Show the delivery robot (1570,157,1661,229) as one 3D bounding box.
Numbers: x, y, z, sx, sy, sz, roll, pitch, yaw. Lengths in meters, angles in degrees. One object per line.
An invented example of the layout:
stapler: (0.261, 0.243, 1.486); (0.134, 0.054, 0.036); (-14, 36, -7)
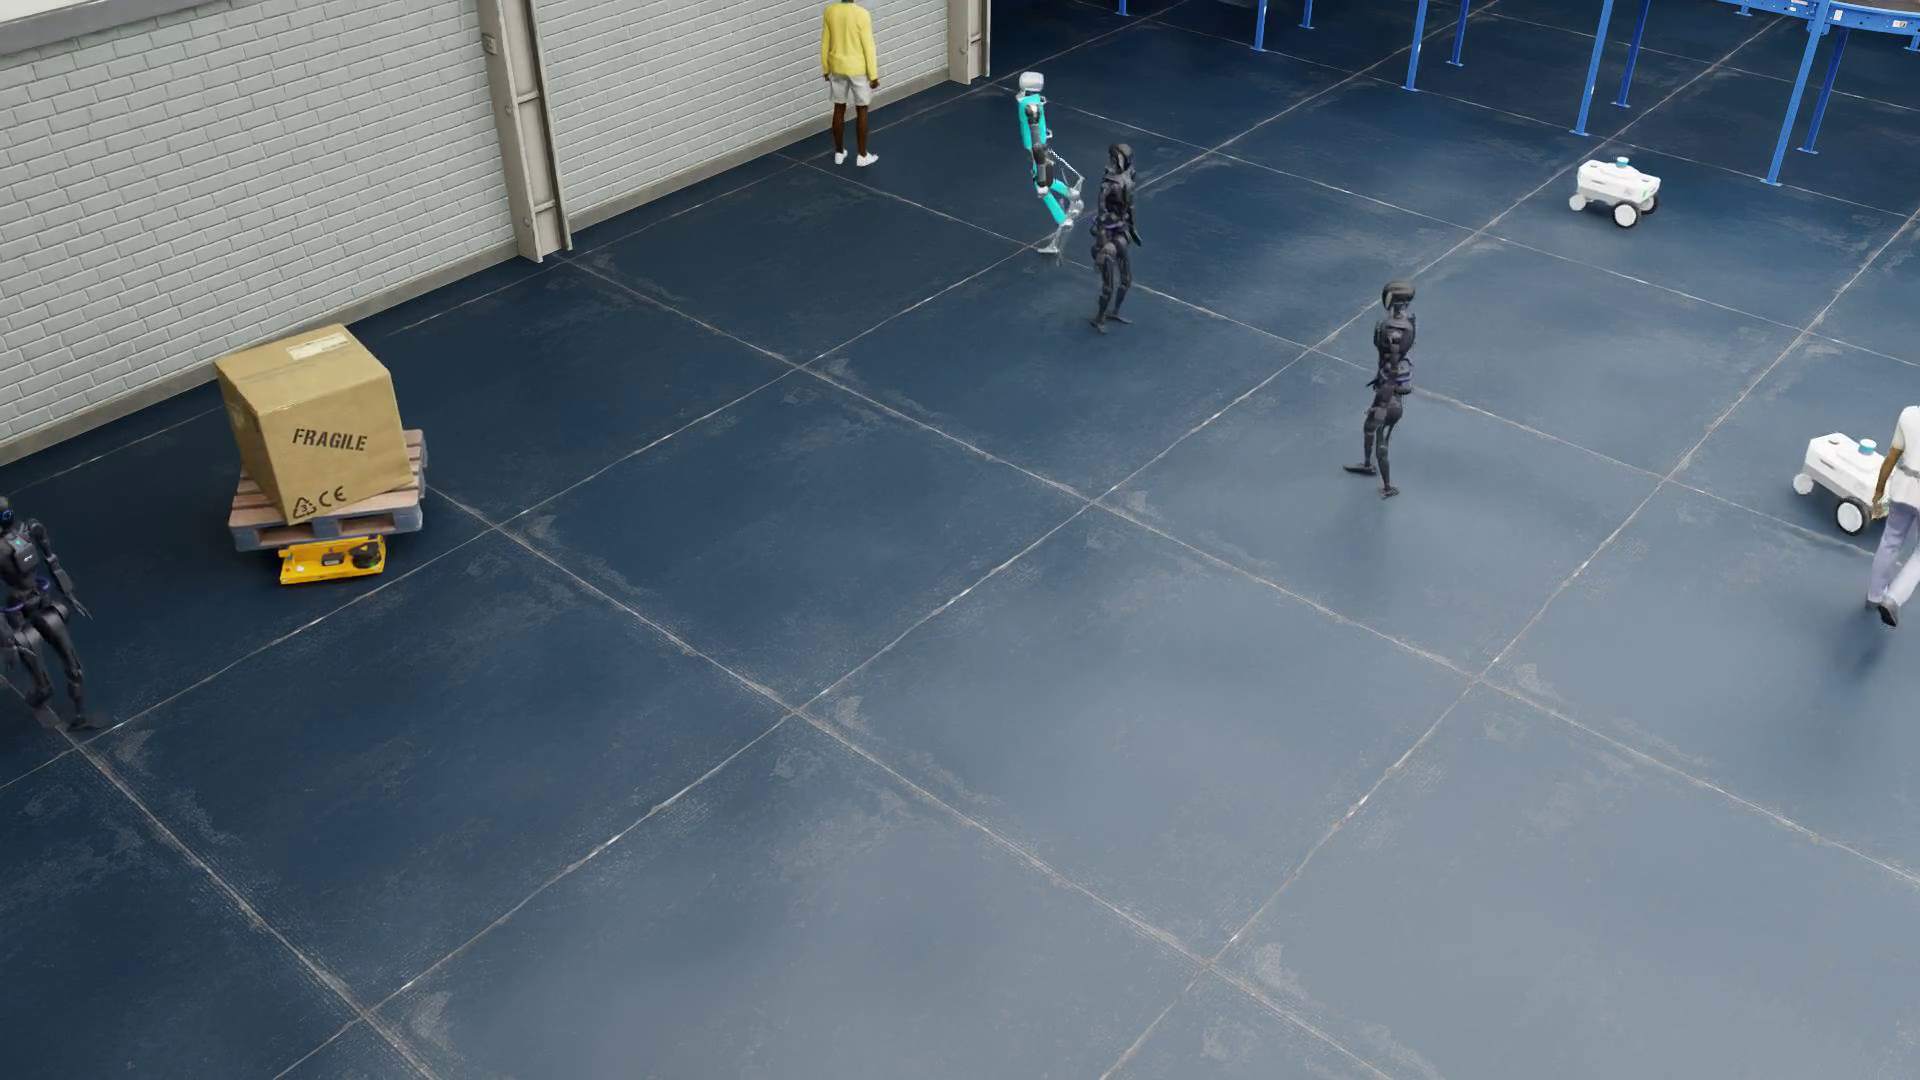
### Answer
delivery robot: (6.262, -3.327, 15.829); (0.815, 0.614, 0.499); (28, 44, 33)

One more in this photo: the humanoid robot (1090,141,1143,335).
humanoid robot: (1.273, -2.496, 13.677); (0.317, 1.646, 0.601); (22, 41, 28)

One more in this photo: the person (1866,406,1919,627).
person: (6.016, -0.252, 10.396); (0.580, 1.826, 0.521); (28, 44, 33)

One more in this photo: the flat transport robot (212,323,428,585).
flat transport robot: (-4.356, -0.200, 11.668); (0.659, 0.231, 1.431); (-7, 36, -10)

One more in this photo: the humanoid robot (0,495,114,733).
humanoid robot: (-5.373, 0.443, 9.574); (0.493, 1.640, 0.584); (11, 37, 15)

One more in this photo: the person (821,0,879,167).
person: (-1.099, -4.652, 16.521); (0.574, 1.897, 0.353); (13, 38, 18)

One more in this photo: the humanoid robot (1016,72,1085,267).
humanoid robot: (0.859, -3.211, 14.718); (0.734, 1.874, 0.546); (-3, 36, -4)

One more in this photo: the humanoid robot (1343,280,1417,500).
humanoid robot: (3.003, -1.067, 11.686); (0.341, 1.651, 0.603); (7, 36, 10)

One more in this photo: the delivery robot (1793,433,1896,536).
delivery robot: (6.330, -0.422, 11.738); (0.499, 0.601, 0.805); (-13, 38, -18)
